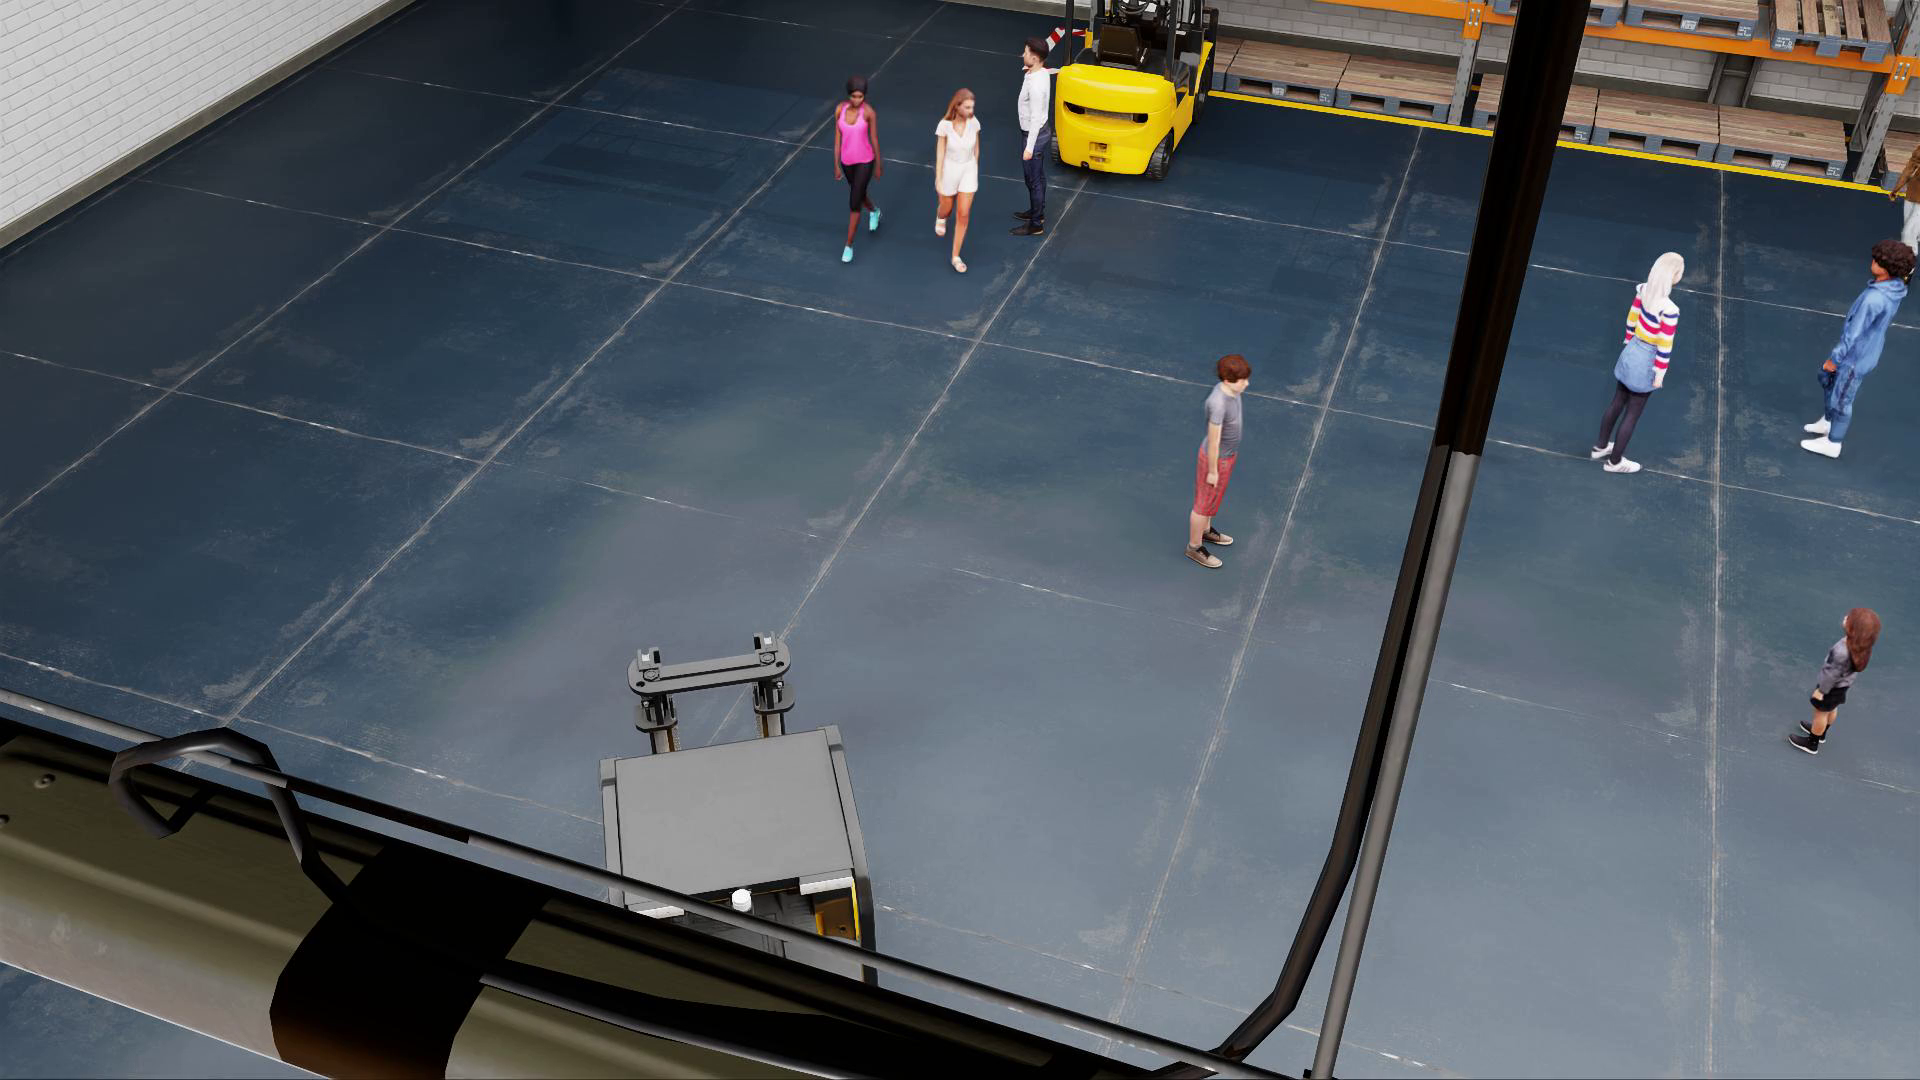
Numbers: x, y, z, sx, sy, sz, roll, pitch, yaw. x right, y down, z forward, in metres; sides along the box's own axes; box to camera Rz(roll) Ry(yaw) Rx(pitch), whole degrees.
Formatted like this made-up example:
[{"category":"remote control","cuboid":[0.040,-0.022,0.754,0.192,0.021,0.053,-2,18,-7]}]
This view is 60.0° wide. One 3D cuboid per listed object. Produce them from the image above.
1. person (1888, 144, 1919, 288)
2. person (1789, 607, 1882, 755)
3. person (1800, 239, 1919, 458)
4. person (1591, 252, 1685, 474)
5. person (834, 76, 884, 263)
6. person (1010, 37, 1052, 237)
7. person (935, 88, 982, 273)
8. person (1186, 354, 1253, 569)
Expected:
[{"category":"person","cuboid":[8.511,-3.033,14.526,0.822,1.802,0.771,-12,40,-14]},{"category":"person","cuboid":[5.391,0.849,10.223,0.537,1.106,0.554,-30,47,-32]},{"category":"person","cuboid":[6.815,-1.392,12.475,0.745,1.796,0.766,26,46,29]},{"category":"person","cuboid":[5.066,-1.330,12.388,0.699,1.808,0.718,-7,39,-8]},{"category":"person","cuboid":[-0.907,-3.468,15.171,1.046,1.676,0.633,13,40,16]},{"category":"person","cuboid":[0.698,-3.726,15.341,0.638,1.868,0.658,6,39,7]},{"category":"person","cuboid":[-0.040,-3.294,14.961,1.006,1.666,0.974,-8,39,-10]},{"category":"person","cuboid":[1.793,-0.588,11.587,0.525,1.648,0.608,16,41,19]}]
